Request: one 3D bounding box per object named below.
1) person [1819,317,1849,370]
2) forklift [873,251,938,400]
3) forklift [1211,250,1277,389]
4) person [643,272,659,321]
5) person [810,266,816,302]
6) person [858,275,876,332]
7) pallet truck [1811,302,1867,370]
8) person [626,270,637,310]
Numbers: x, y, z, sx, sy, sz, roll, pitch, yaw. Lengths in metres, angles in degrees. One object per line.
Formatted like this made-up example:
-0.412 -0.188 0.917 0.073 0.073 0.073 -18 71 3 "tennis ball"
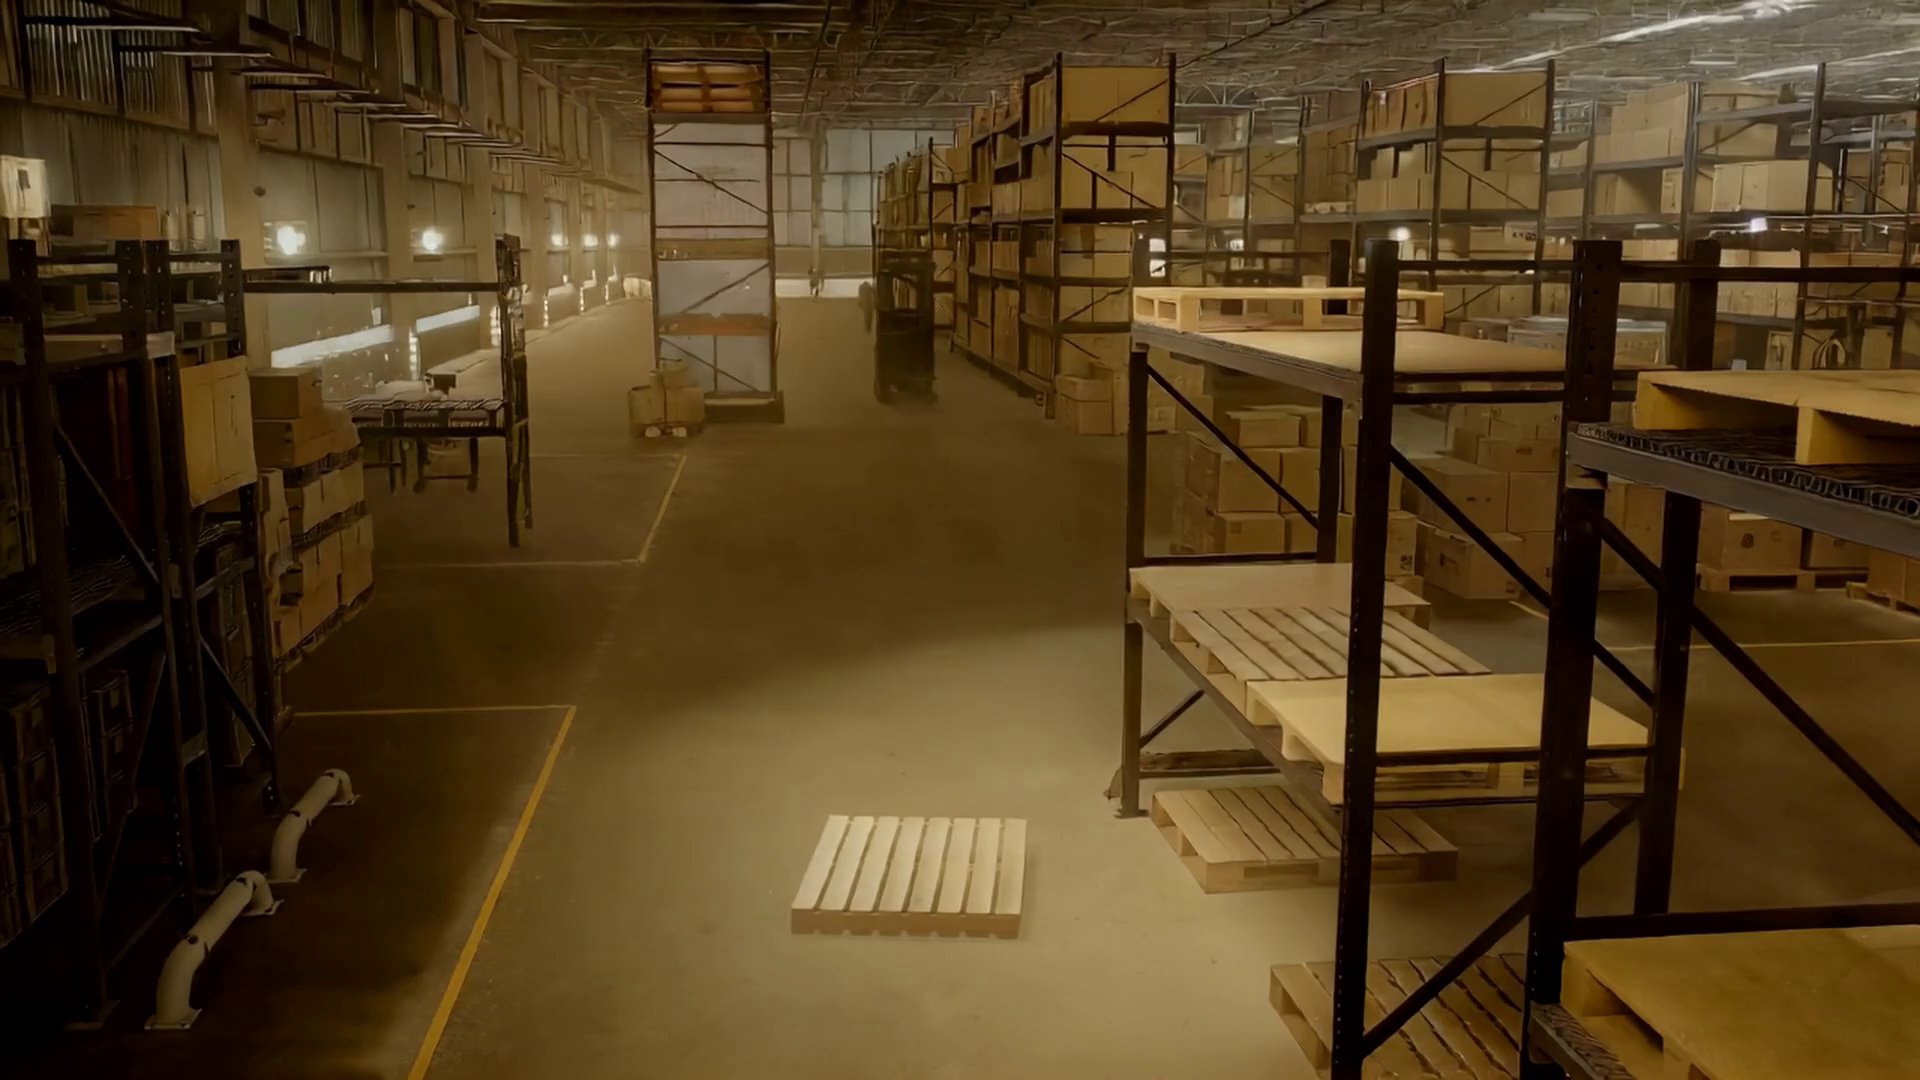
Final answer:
12.820 -2.322 24.497 0.385 1.911 0.592 6 12 28 "person"
-1.080 -4.148 31.917 1.129 2.768 1.873 -1 10 -6 "forklift"
5.902 -4.590 34.365 1.129 2.768 1.873 3 11 18 "forklift"
-11.573 -9.104 62.282 0.587 1.829 0.460 -3 11 -15 "person"
-7.262 -12.626 82.009 0.322 1.753 0.562 -3 11 -14 "person"
-3.044 -7.811 54.958 0.662 1.887 0.492 -3 11 -15 "person"
15.846 -3.142 28.793 1.885 1.965 0.823 2 10 12 "pallet truck"
-14.188 -10.799 71.954 0.483 1.735 0.341 -7 12 -33 "person"
